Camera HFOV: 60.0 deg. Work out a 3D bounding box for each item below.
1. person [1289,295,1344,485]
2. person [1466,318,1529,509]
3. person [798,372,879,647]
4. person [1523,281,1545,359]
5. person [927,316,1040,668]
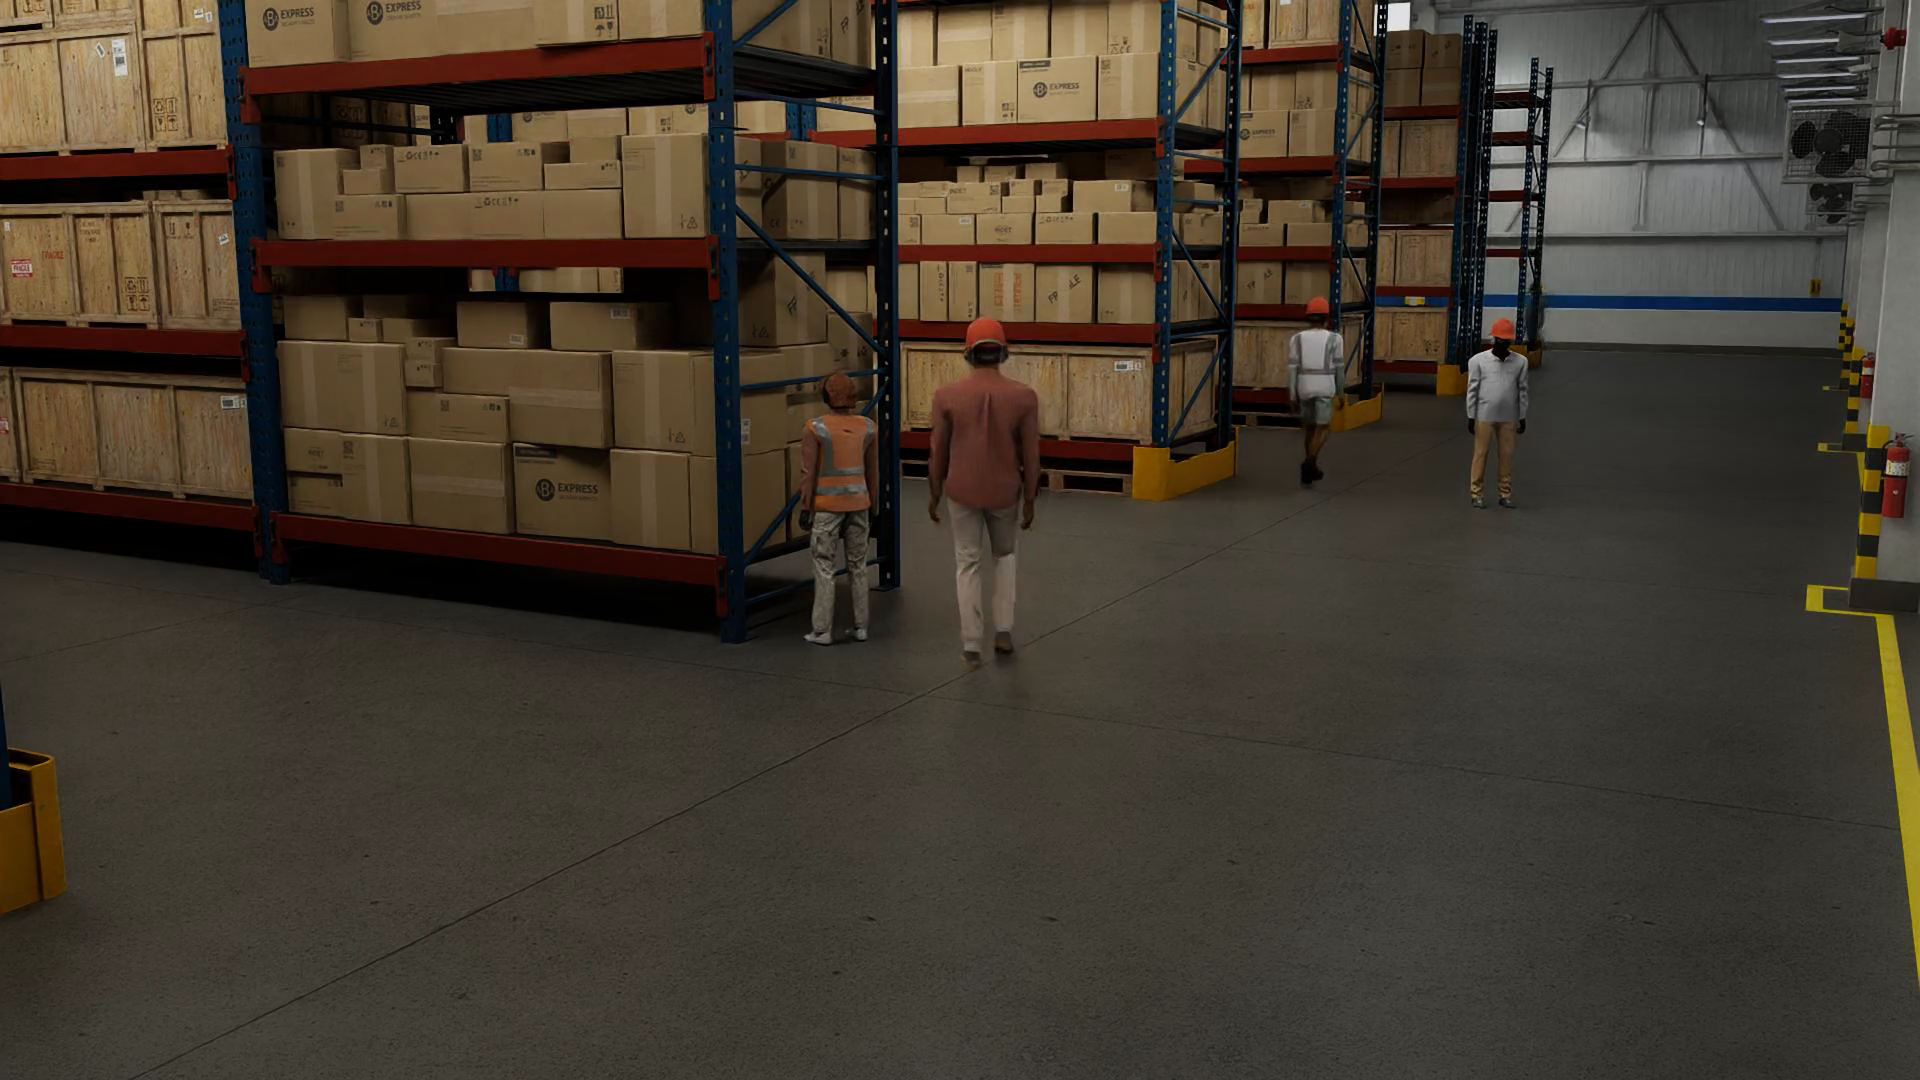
[{"bbox_3d":[3.572,-1.504,16.760,0.550,1.914,0.824,6,11,30],"label":"person"},{"bbox_3d":[4.904,-1.148,15.178,0.565,1.744,0.350,0,10,0],"label":"person"},{"bbox_3d":[-0.713,-0.181,9.915,0.527,1.629,0.314,-6,12,-32],"label":"person"},{"bbox_3d":[12.271,-4.663,35.580,0.487,1.731,0.392,-5,11,-28],"label":"person"},{"bbox_3d":[0.126,-0.270,9.436,0.630,1.974,0.531,-1,10,-4],"label":"person"}]
